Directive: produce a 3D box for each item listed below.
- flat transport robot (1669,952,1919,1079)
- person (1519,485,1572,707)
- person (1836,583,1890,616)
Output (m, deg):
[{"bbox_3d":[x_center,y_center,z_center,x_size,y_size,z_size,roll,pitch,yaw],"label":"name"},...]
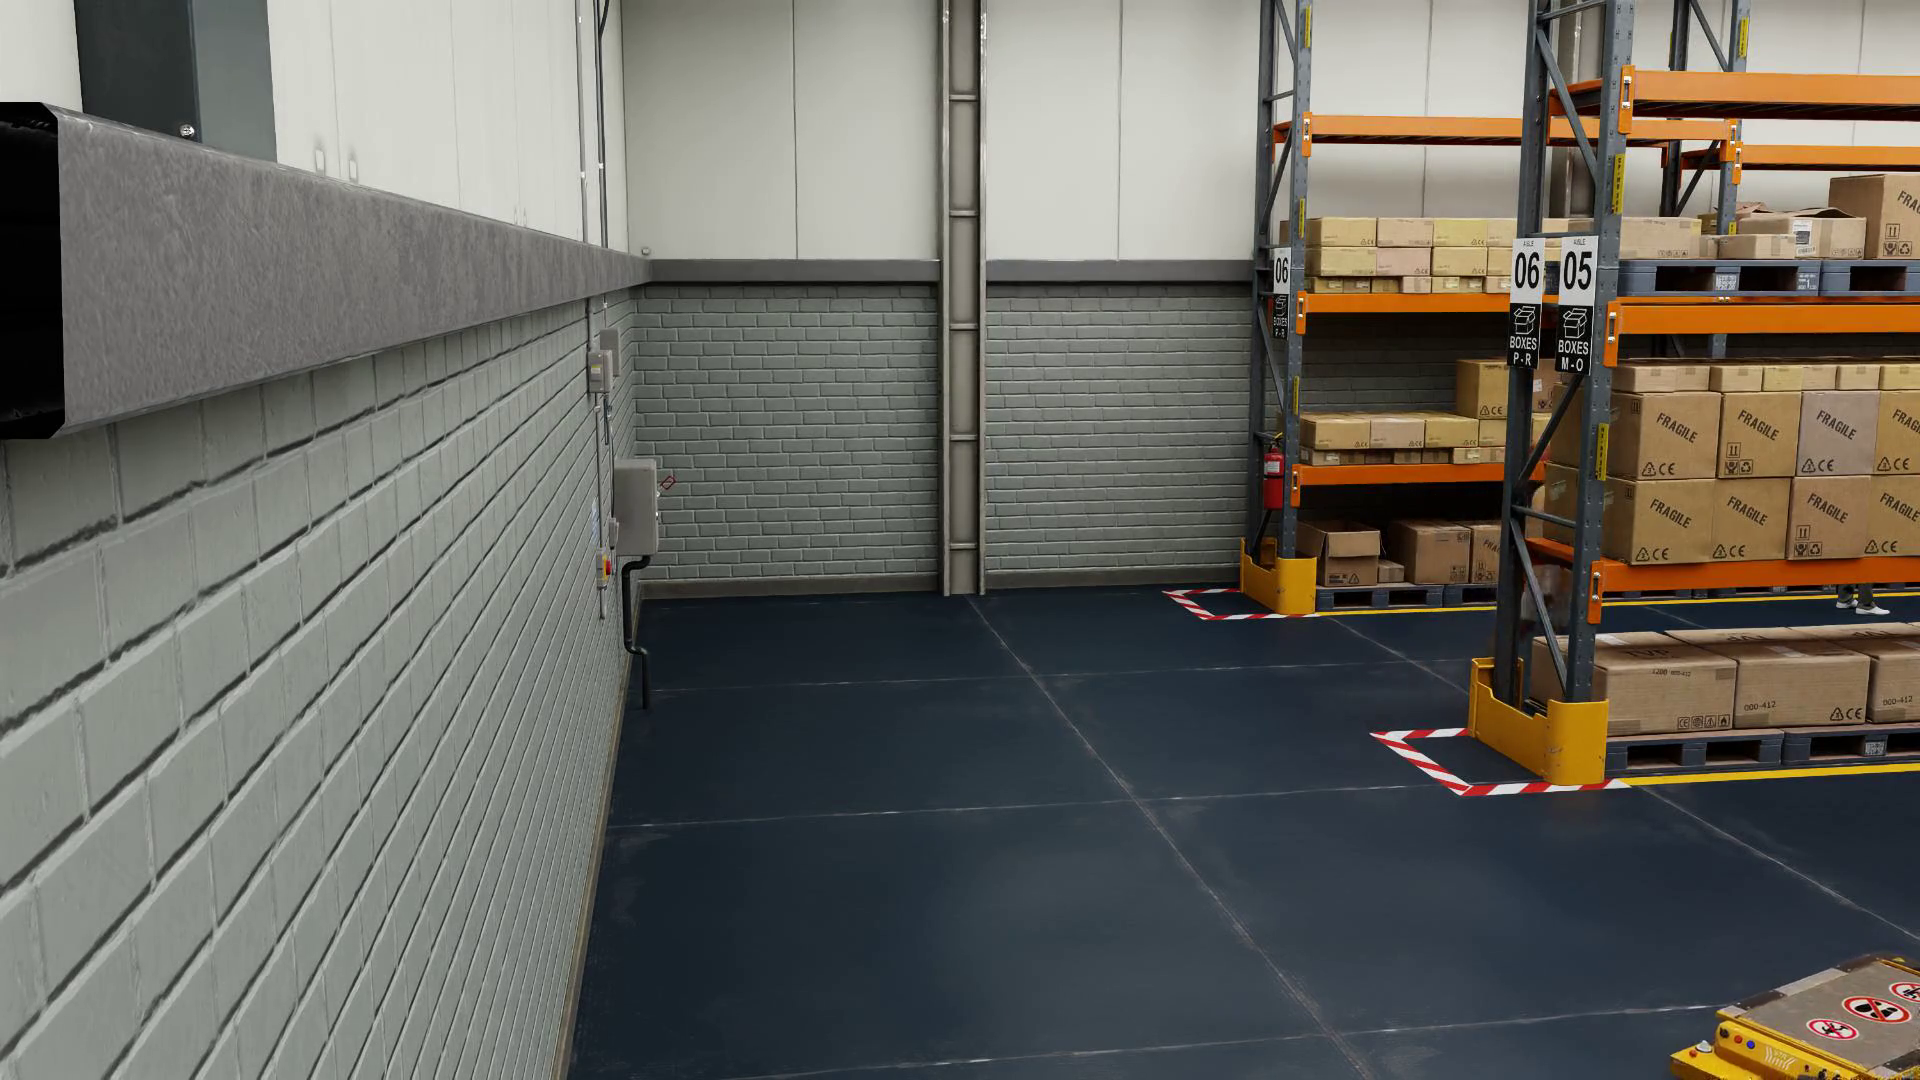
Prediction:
[{"bbox_3d":[3.422,1.888,6.292,1.431,0.197,0.652,-6,11,-31],"label":"flat transport robot"},{"bbox_3d":[4.082,0.246,11.470,0.981,1.892,0.553,-1,9,-8],"label":"person"},{"bbox_3d":[8.039,-0.293,14.688,0.392,1.920,0.585,-1,9,-9],"label":"person"}]
